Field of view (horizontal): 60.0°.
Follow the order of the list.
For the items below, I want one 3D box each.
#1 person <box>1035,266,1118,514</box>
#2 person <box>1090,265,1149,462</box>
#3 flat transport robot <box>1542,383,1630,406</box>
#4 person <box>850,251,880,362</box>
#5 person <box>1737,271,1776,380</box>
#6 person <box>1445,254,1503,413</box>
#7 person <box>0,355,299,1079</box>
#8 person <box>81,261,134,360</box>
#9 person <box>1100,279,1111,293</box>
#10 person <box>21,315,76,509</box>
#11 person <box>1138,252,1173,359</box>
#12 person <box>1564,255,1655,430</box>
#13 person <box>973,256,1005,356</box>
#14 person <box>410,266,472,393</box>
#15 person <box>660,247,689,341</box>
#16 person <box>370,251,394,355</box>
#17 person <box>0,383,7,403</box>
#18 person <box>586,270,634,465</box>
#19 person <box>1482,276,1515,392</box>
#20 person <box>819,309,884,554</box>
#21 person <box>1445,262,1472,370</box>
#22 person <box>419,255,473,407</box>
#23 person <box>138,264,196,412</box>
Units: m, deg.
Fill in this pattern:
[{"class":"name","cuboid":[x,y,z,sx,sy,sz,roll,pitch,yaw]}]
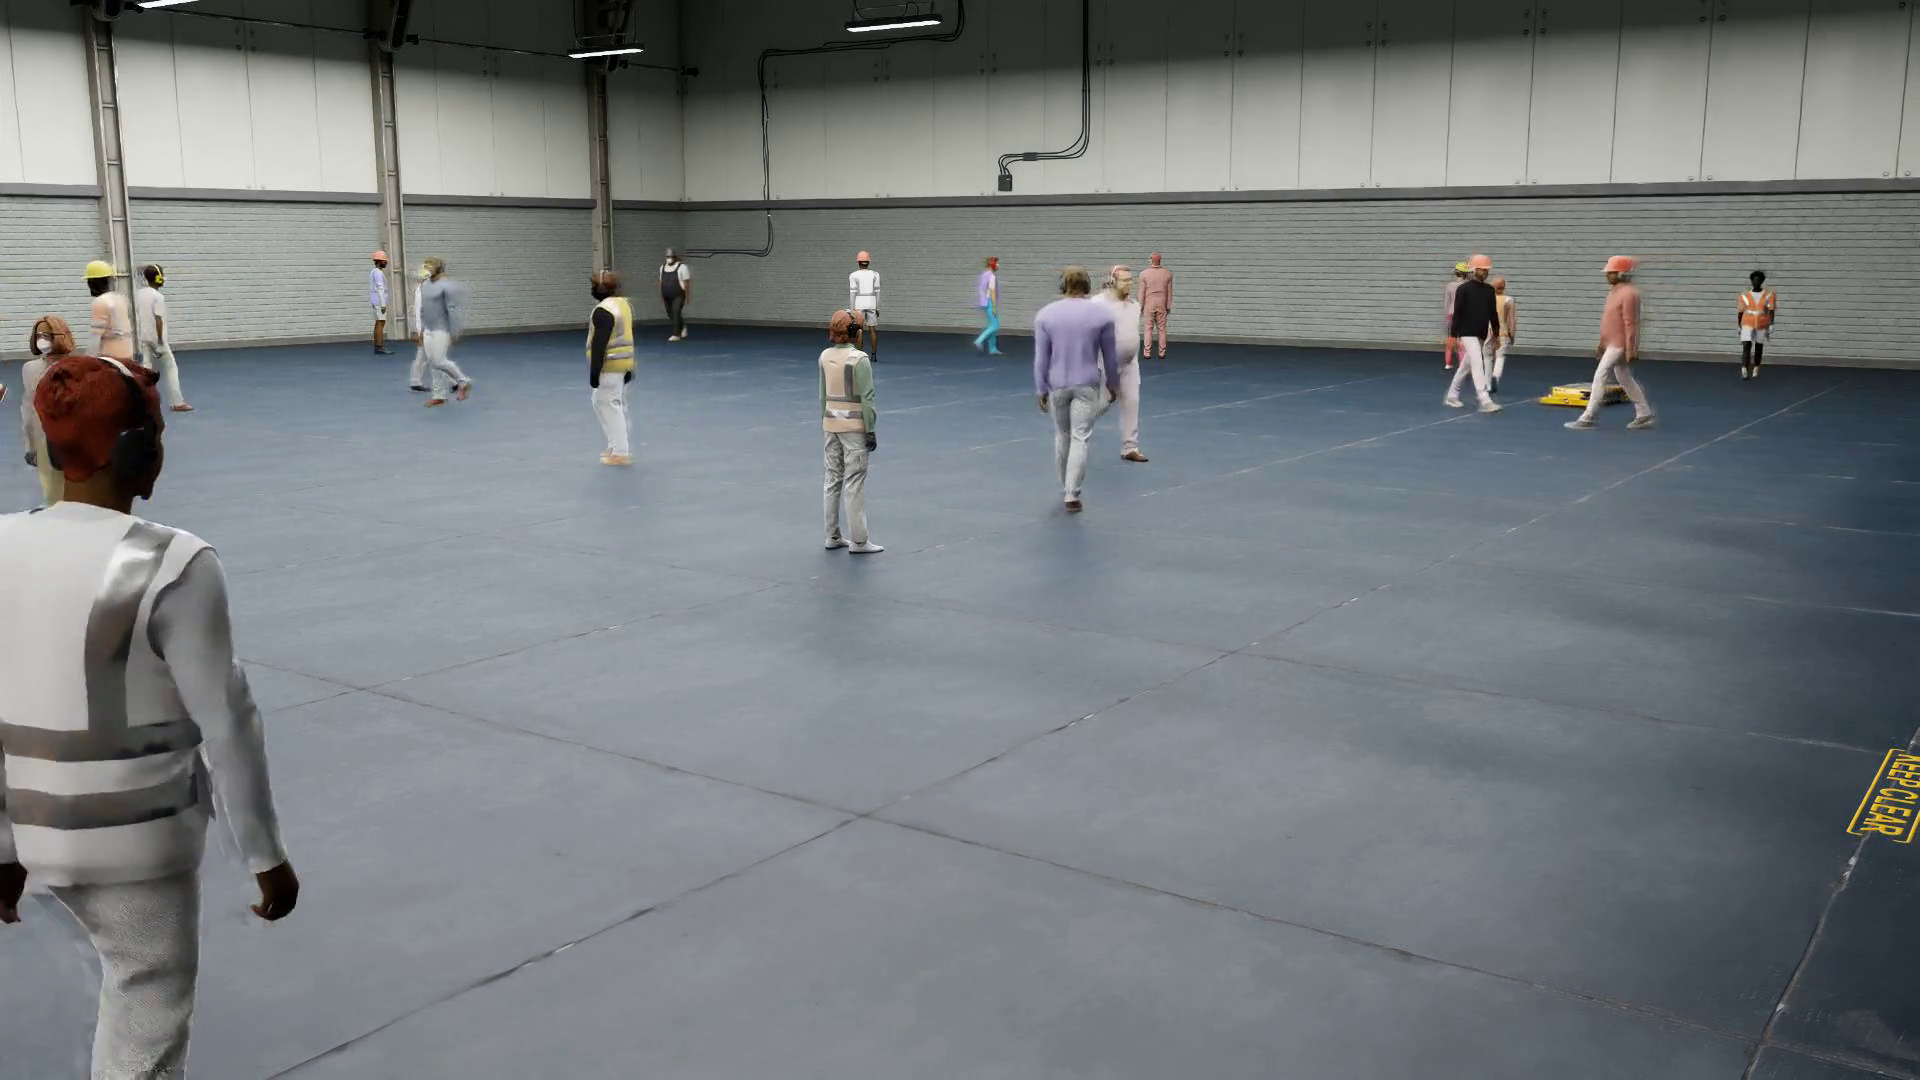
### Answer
[{"class":"person","cuboid":[0.927,-1.190,13.071,0.629,1.886,0.990,3,11,15]},{"class":"person","cuboid":[1.463,-1.706,16.003,0.645,1.879,0.819,-6,12,-30]},{"class":"flat transport robot","cuboid":[8.149,-1.894,21.557,0.652,0.197,1.431,9,13,41]},{"class":"person","cuboid":[-1.668,-4.079,29.116,0.543,1.942,0.350,-3,11,-16]},{"class":"person","cuboid":[12.193,-3.291,25.498,0.530,1.652,0.870,4,11,23]},{"class":"person","cuboid":[6.423,-2.579,20.720,0.635,1.944,1.019,-6,12,-30]},{"class":"person","cuboid":[-1.584,0.576,3.242,0.597,1.866,0.530,4,11,21]},{"class":"person","cuboid":[-8.550,-1.812,16.542,0.890,1.888,0.599,-2,10,-12]},{"class":"person","cuboid":[1.965,-2.693,22.317,0.525,1.583,0.844,5,11,25]},{"class":"person","cuboid":[-5.599,-0.579,10.365,0.501,1.636,0.280,1,10,8]},{"class":"person","cuboid":[3.493,-4.210,29.931,0.651,1.913,0.410,-3,10,-14]},{"class":"person","cuboid":[7.345,-2.191,18.537,1.008,1.950,0.635,1,10,5]},{"class":"person","cuboid":[0.553,-4.295,30.614,0.534,1.830,0.597,-2,10,-11]},{"class":"person","cuboid":[-7.255,-2.922,23.052,0.906,1.782,0.607,-1,10,-5]},{"class":"person","cuboid":[-6.105,-5.326,35.823,0.697,2.000,0.815,5,11,24]},{"class":"person","cuboid":[-10.841,-4.444,31.175,0.377,1.932,0.552,-6,12,-29]},{"class":"person","cuboid":[-12.528,-2.570,20.954,0.521,1.847,0.841,4,11,22]},{"class":"person","cuboid":[-3.317,-1.607,15.596,0.507,1.823,0.662,1,10,6]},{"class":"person","cuboid":[7.406,-2.837,23.050,0.524,1.623,0.618,5,11,25]},{"class":"person","cuboid":[-0.753,-0.724,11.170,0.308,1.641,0.514,-10,14,-44]},{"class":"person","cuboid":[8.184,-3.659,27.253,0.314,1.769,0.523,-8,13,-39]},{"class":"person","cuboid":[-6.616,-2.661,21.224,0.632,1.923,0.530,9,13,41]},{"class":"person","cuboid":[-9.870,-2.441,20.265,0.535,1.838,0.924,6,12,31]}]
